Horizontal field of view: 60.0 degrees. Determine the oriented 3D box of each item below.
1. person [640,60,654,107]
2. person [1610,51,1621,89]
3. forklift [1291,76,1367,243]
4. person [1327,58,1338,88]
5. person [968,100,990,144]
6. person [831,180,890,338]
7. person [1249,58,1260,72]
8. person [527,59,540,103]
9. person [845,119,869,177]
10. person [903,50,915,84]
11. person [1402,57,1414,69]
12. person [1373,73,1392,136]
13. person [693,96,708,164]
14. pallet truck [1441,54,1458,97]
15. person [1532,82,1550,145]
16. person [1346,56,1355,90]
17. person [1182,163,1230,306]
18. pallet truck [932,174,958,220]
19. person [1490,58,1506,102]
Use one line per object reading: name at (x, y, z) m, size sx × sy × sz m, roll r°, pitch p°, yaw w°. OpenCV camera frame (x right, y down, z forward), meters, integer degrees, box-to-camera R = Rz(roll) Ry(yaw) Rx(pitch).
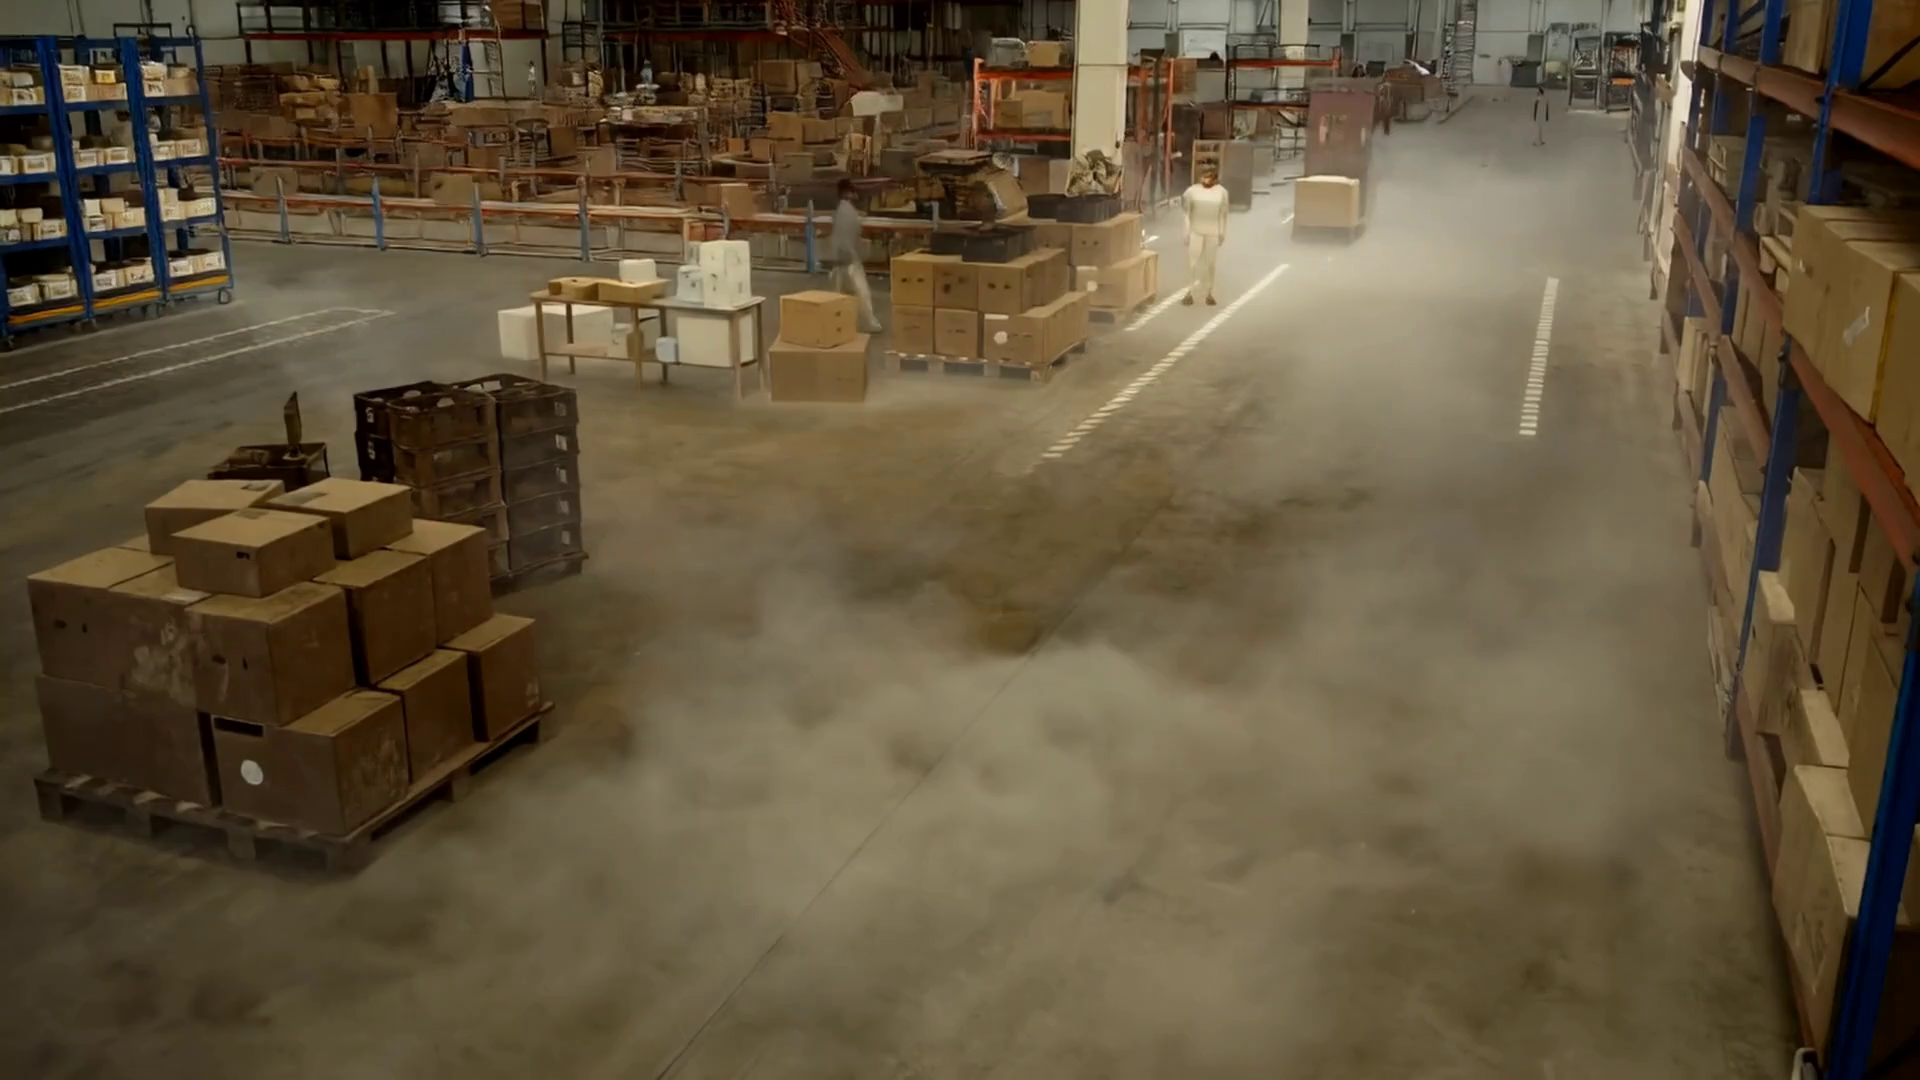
person at (-12.588, -18.250, 66.876) m, size 0.609 × 2.034 × 0.397 m, roll -15°, pitch 23°, yaw -39°
person at (33.521, -24.006, 85.122) m, size 0.543 × 1.933 × 0.363 m, roll 3°, pitch 18°, yaw 9°
forklift at (6.598, -6.755, 29.381) m, size 1.129 × 2.768 × 1.873 m, roll 6°, pitch 19°, yaw 19°
person at (17.311, -21.492, 77.305) m, size 0.647 × 1.893 × 1.011 m, roll -15°, pitch 23°, yaw -39°
person at (0.433, -10.196, 41.928) m, size 0.627 × 1.804 × 0.759 m, roll 7°, pitch 19°, yaw 22°
person at (-1.345, -3.496, 20.686) m, size 0.738 × 1.937 × 0.679 m, roll -8°, pitch 19°, yaw -24°
person at (14.542, -22.970, 82.177) m, size 0.494 × 1.741 × 0.308 m, roll 4°, pitch 18°, yaw 12°
person at (-18.881, -20.350, 73.745) m, size 0.405 × 1.872 × 0.578 m, roll 8°, pitch 19°, yaw 24°
person at (-2.236, -8.296, 36.178) m, size 0.534 × 1.678 × 0.710 m, roll 1°, pitch 18°, yaw 4°
person at (-2.819, -26.282, 92.455) m, size 0.642 × 1.830 × 0.445 m, roll 1°, pitch 18°, yaw 2°
person at (21.363, -22.176, 79.547) m, size 0.633 × 1.835 × 0.430 m, roll -4°, pitch 18°, yaw -12°
person at (13.741, -14.225, 54.213) m, size 0.699 × 2.000 × 1.010 m, roll -13°, pitch 22°, yaw -36°
person at (-6.913, -10.892, 44.194) m, size 0.326 × 1.763 × 0.533 m, roll -6°, pitch 19°, yaw -17°
pallet truck at (22.765, -21.886, 78.355) m, size 0.823 × 1.965 × 1.885 m, roll -4°, pitch 18°, yaw -14°
person at (17.644, -12.948, 50.489) m, size 0.509 × 1.867 × 0.328 m, roll -5°, pitch 18°, yaw -15°
person at (20.022, -23.977, 85.409) m, size 0.535 × 1.699 × 0.321 m, roll -13°, pitch 22°, yaw -36°
person at (3.364, -4.184, 22.830) m, size 0.629 × 1.940 × 0.377 m, roll 1°, pitch 18°, yaw 3°
pallet truck at (-0.507, -5.292, 27.348) m, size 0.653 × 1.274 × 1.630 m, roll 6°, pitch 19°, yaw 19°
person at (24.109, -20.577, 74.378) m, size 0.558 × 1.924 × 0.626 m, roll -2°, pitch 18°, yaw -7°
